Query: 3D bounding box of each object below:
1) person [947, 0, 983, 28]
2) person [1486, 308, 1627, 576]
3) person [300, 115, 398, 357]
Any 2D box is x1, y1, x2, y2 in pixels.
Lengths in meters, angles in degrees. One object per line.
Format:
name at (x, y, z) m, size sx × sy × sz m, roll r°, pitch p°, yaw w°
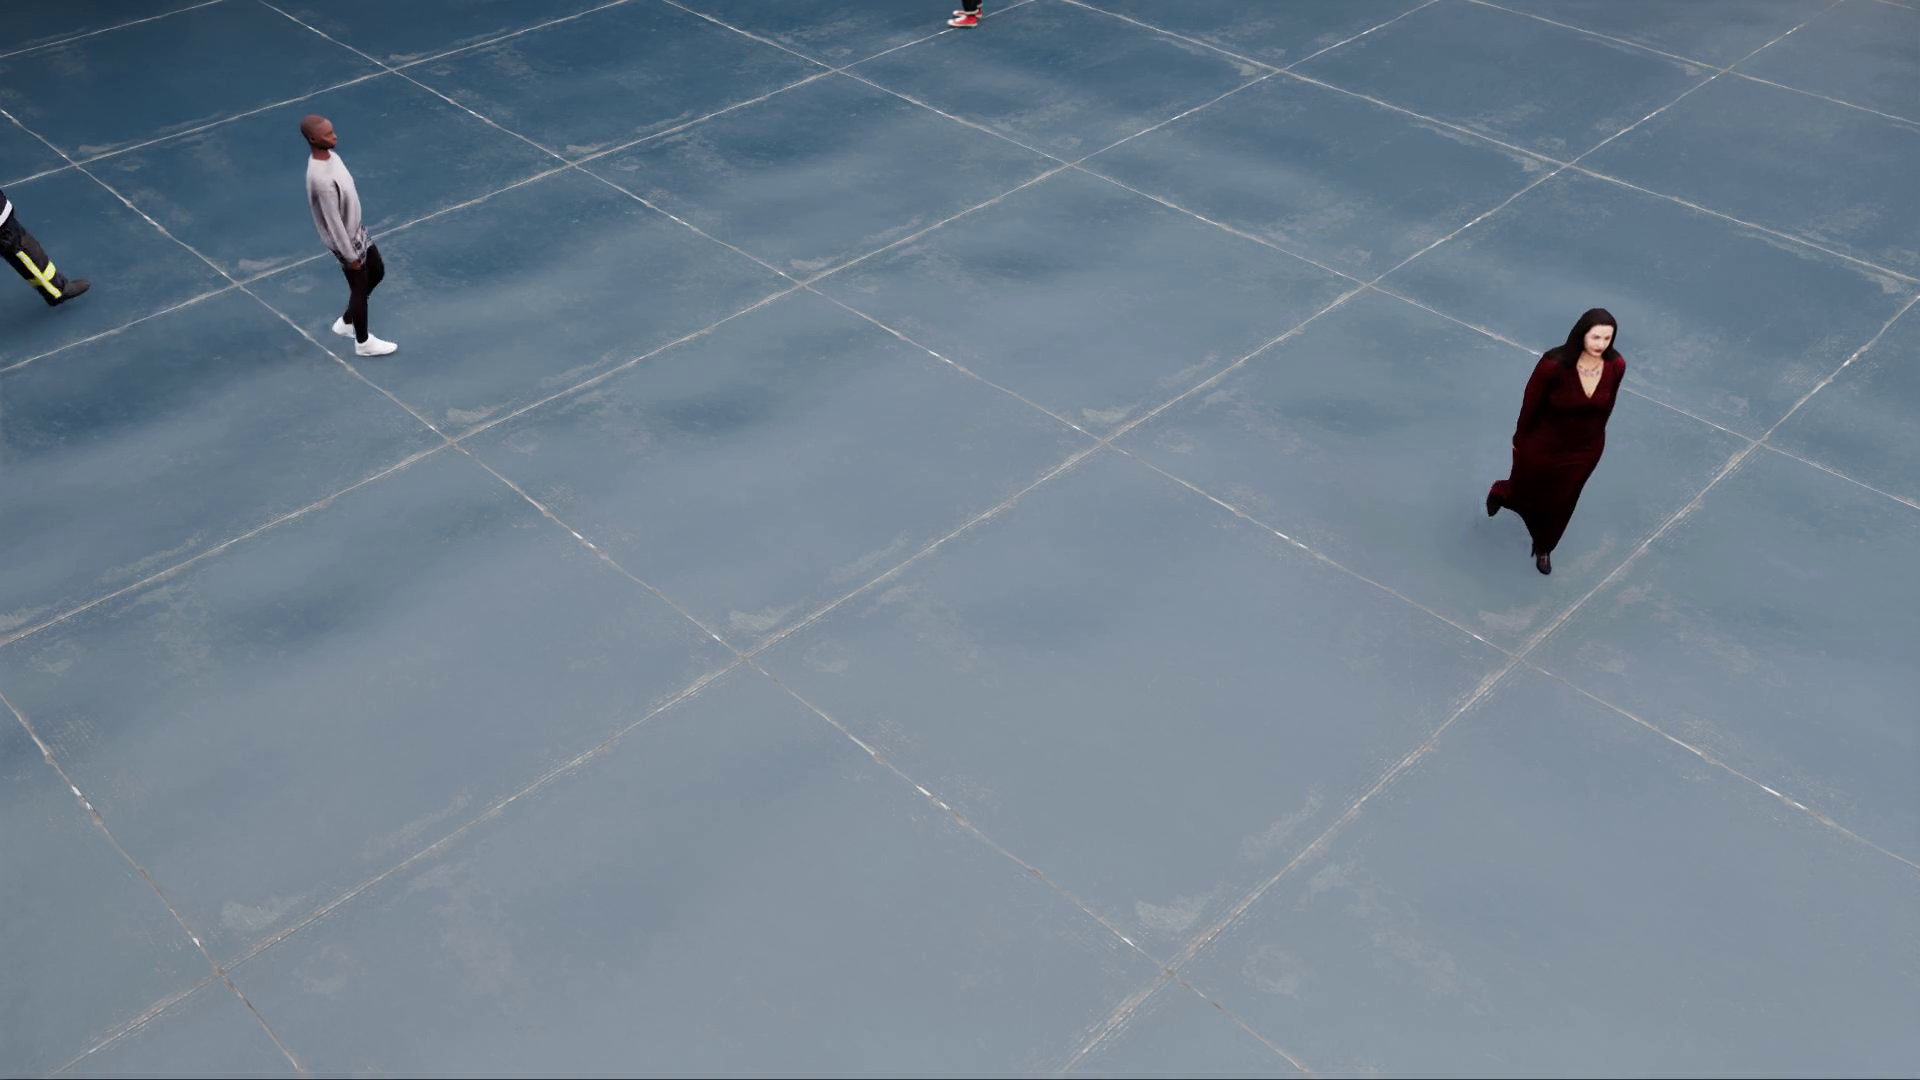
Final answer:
person at (0.057, -5.965, 16.361) m, size 0.819 × 1.755 × 0.715 m, roll 6°, pitch 38°, yaw 8°
person at (3.328, -0.600, 9.323) m, size 0.962 × 1.734 × 1.001 m, roll -2°, pitch 37°, yaw -3°
person at (-4.215, -2.011, 11.158) m, size 0.819 × 1.758 × 0.770 m, roll -6°, pitch 38°, yaw -8°
